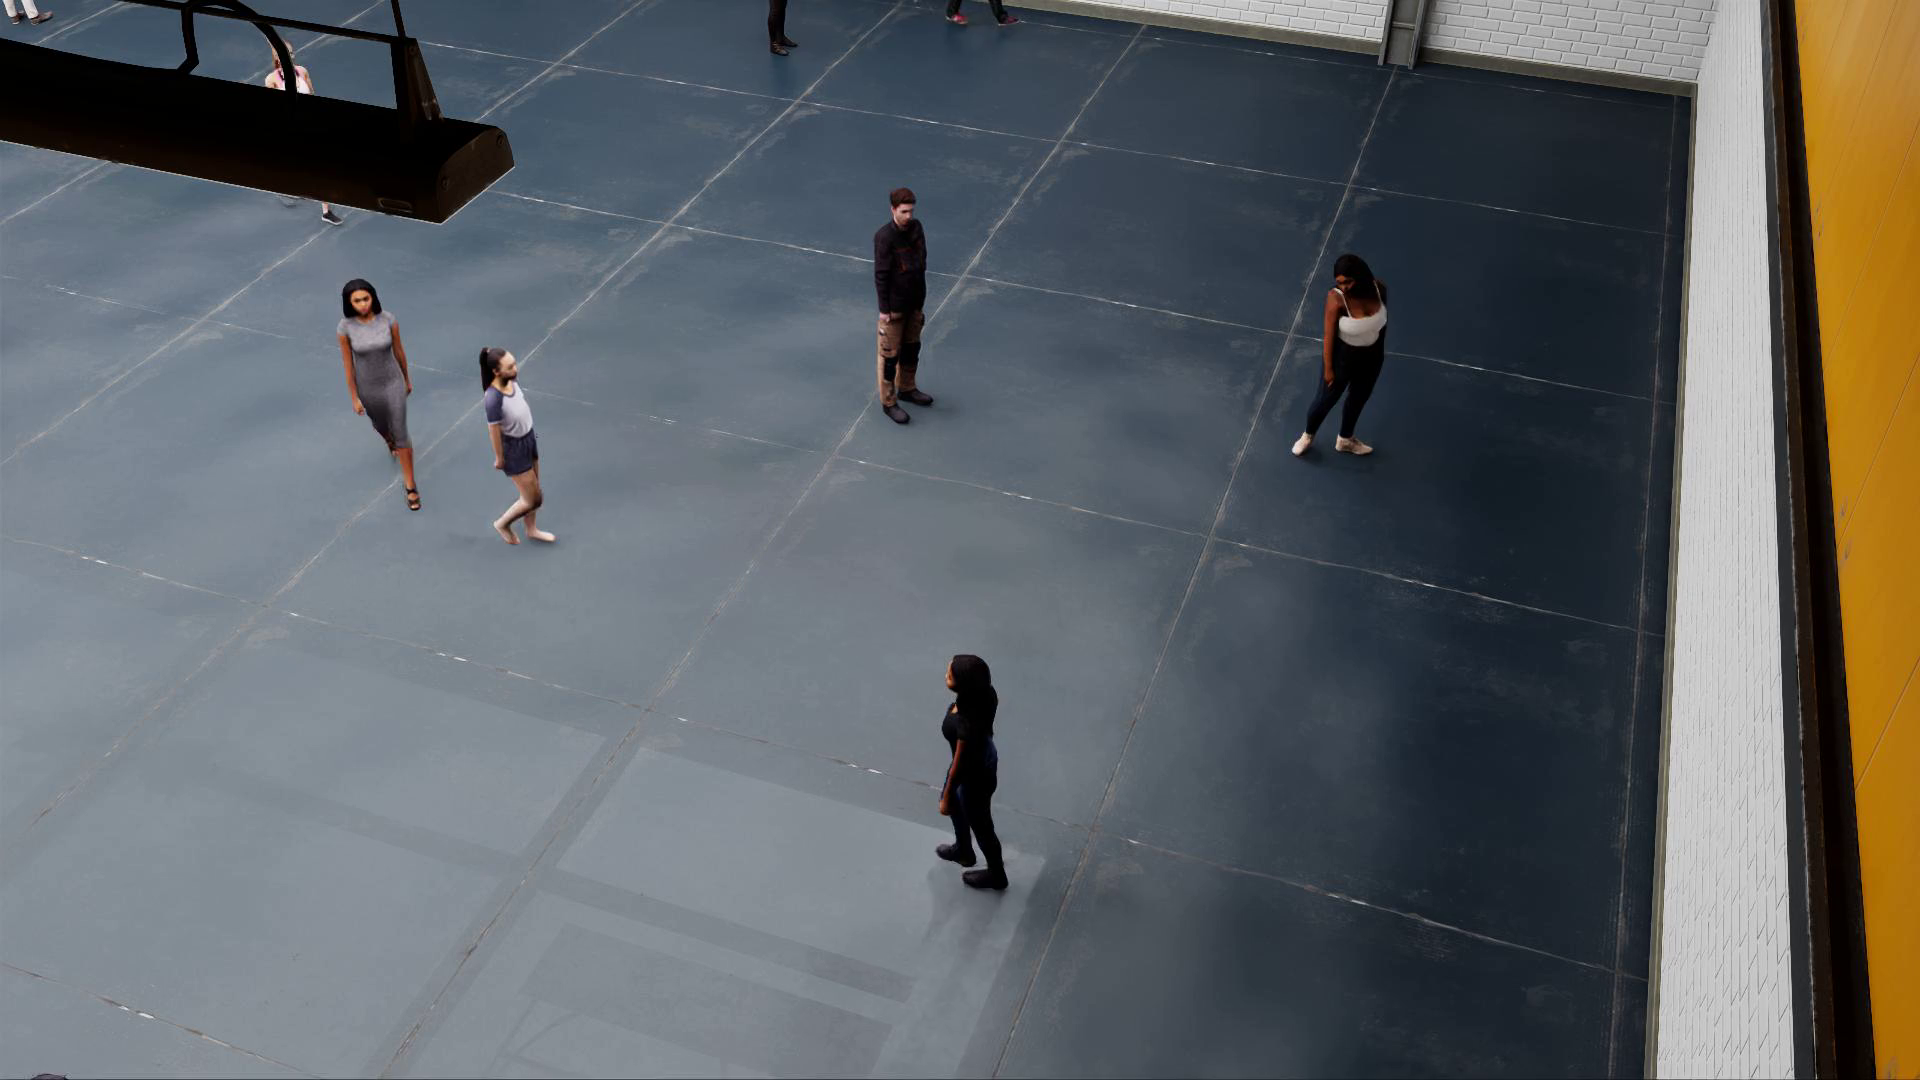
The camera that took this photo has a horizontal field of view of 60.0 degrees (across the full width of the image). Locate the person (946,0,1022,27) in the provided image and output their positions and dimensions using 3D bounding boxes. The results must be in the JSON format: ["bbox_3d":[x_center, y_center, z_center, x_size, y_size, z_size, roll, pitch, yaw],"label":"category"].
[{"bbox_3d":[0.120,-6.786,19.222,1.123,1.758,0.649,13,40,15],"label":"person"}]

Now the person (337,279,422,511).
[{"bbox_3d":[-4.251,-1.127,12.151,1.095,1.741,1.118,-14,41,-17],"label":"person"}]

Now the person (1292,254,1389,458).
[{"bbox_3d":[2.961,-1.381,12.446,0.865,1.769,0.943,-25,45,-28],"label":"person"}]

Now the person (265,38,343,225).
[{"bbox_3d":[-6.189,-3.810,15.483,1.036,1.774,0.846,29,47,31],"label":"person"}]

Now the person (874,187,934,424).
[{"bbox_3d":[-0.459,-1.853,12.914,0.732,1.922,0.771,27,46,30],"label":"person"}]

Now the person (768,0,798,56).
[{"bbox_3d":[-2.065,-6.335,18.752,0.489,1.641,0.574,12,40,14],"label":"person"}]

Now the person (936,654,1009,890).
[{"bbox_3d":[0.172,1.316,9.106,0.708,1.723,0.622,8,39,10],"label":"person"}]

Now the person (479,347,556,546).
[{"bbox_3d":[-3.177,-0.638,11.620,0.711,1.640,0.669,4,39,5],"label":"person"}]

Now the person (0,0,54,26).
[{"bbox_3d":[-11.169,-6.913,19.346,0.606,1.803,0.768,5,39,6],"label":"person"}]
